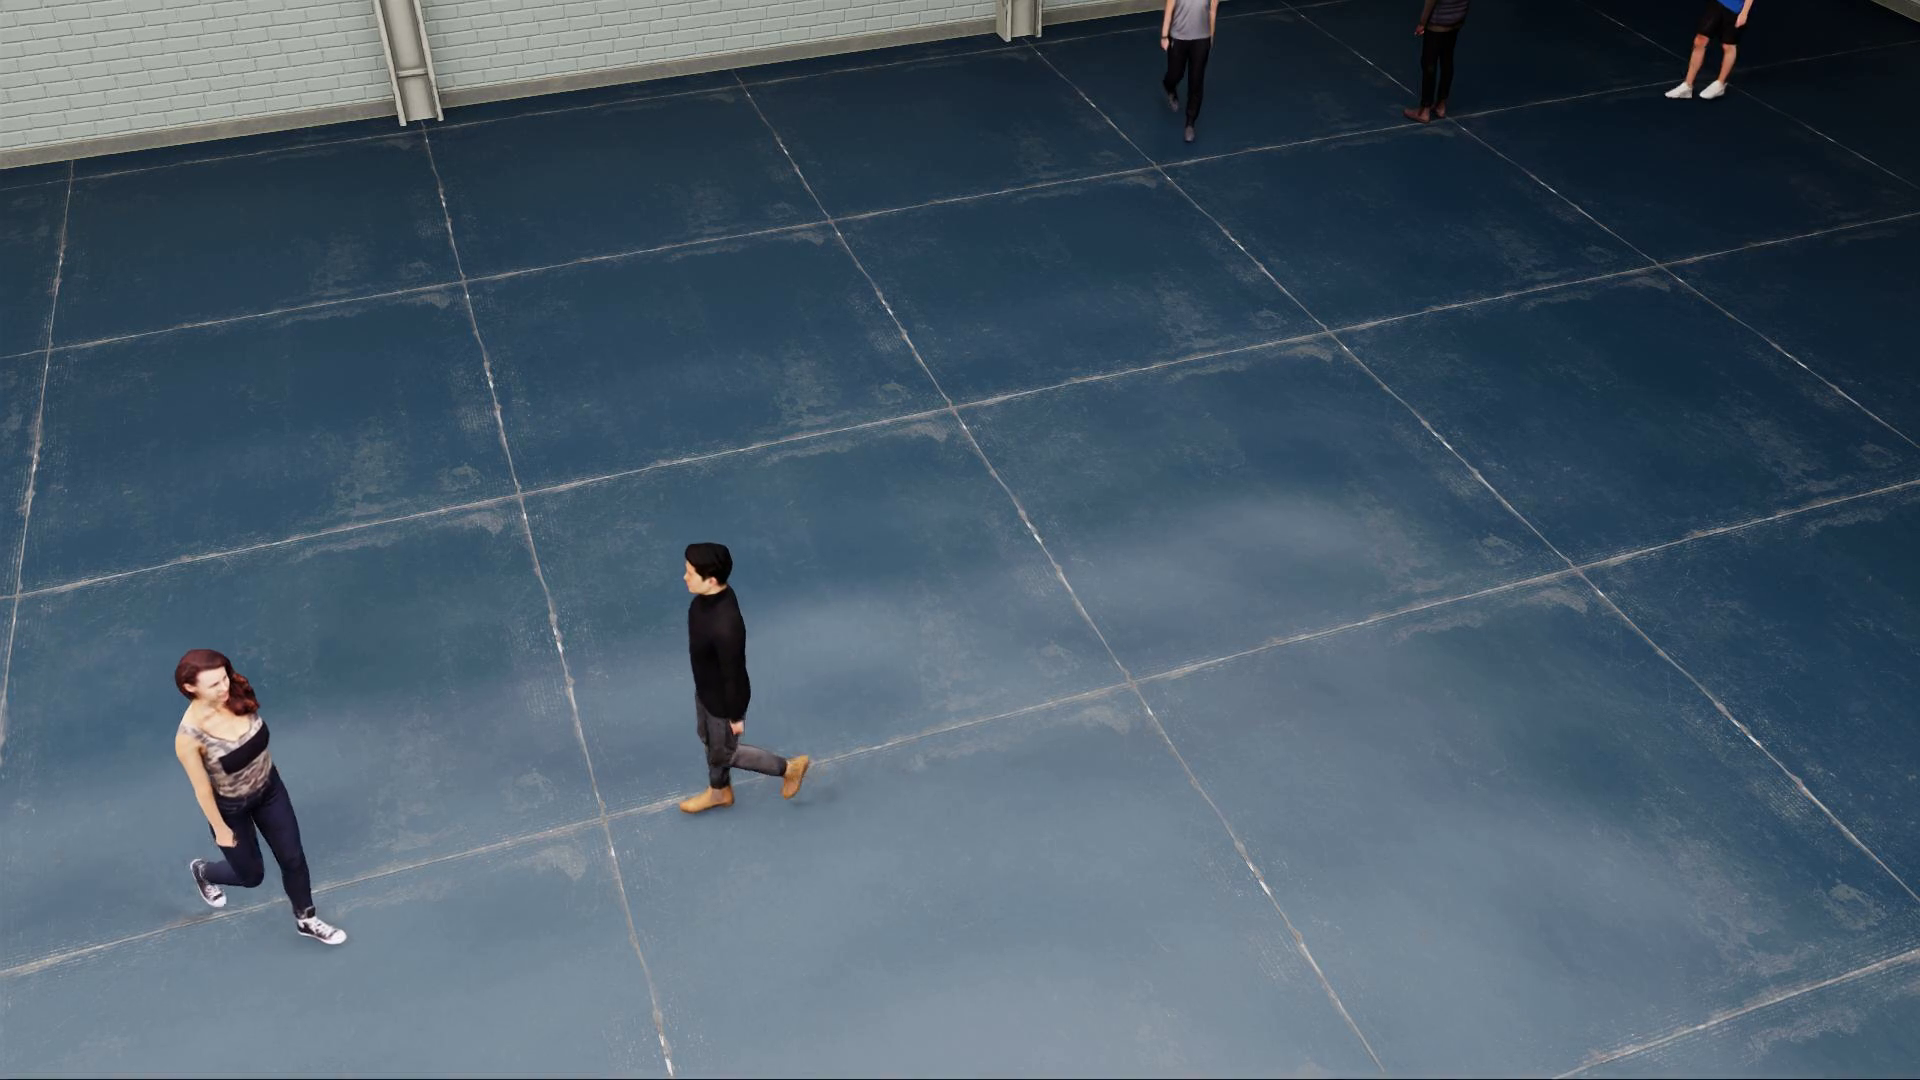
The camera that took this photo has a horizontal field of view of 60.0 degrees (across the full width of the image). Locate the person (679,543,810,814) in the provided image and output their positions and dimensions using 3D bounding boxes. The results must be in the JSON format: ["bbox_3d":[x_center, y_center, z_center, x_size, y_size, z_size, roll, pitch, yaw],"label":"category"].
[{"bbox_3d":[-1.112,0.706,8.175,0.911,1.706,0.678,-10,39,-12],"label":"person"}]

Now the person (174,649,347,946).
[{"bbox_3d":[-3.306,1.183,7.526,1.077,1.753,0.993,13,40,16],"label":"person"}]

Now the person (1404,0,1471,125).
[{"bbox_3d":[4.349,-4.669,14.939,0.580,1.837,0.798,-20,42,-24],"label":"person"}]

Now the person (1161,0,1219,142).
[{"bbox_3d":[2.043,-4.494,14.800,0.998,1.733,0.913,0,38,0],"label":"person"}]

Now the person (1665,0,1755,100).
[{"bbox_3d":[7.159,-4.952,15.294,1.001,1.845,0.818,-22,43,-26],"label":"person"}]
